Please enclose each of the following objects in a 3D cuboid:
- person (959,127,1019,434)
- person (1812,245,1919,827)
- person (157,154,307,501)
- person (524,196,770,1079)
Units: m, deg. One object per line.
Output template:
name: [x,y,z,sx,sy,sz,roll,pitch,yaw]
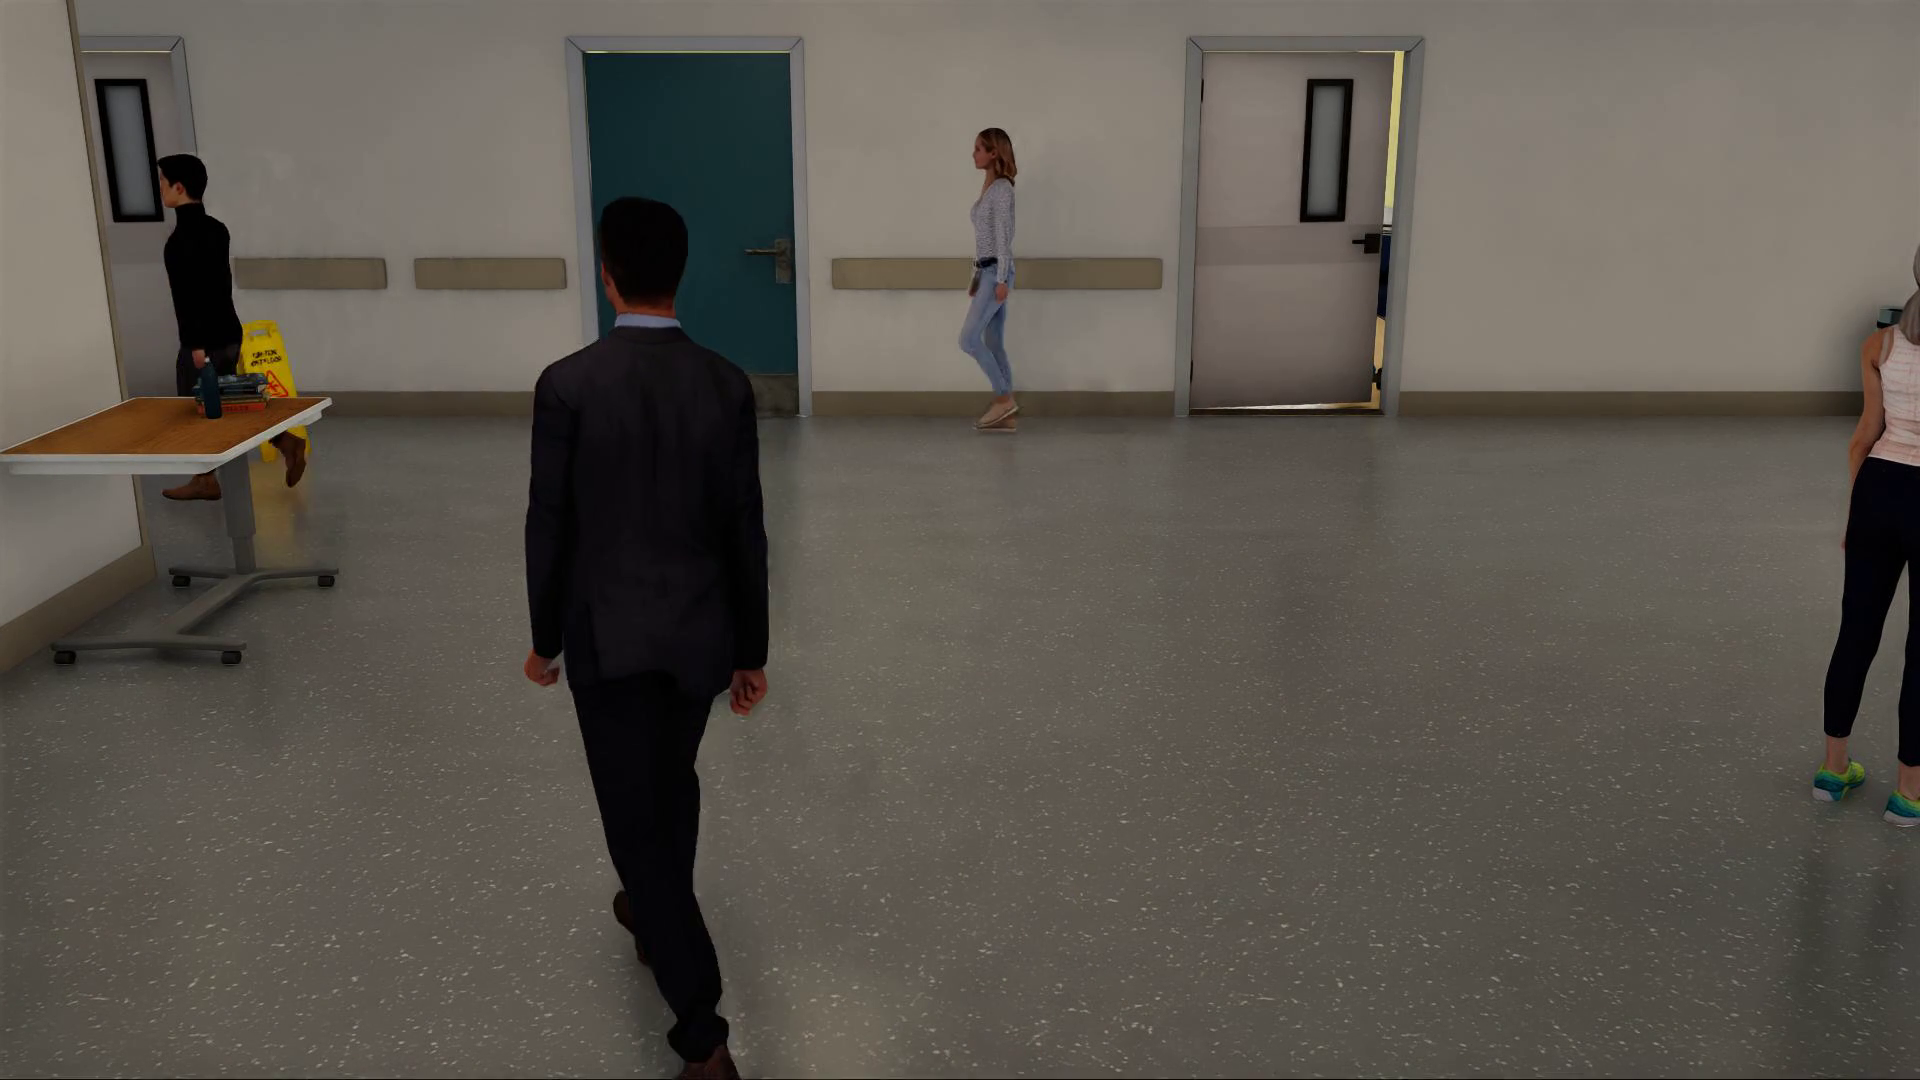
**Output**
person: [0.284,-1.506,9.801,0.623,1.785,0.635,-2,16,-7]
person: [2.718,-0.038,4.748,0.704,1.702,0.679,-10,19,-33]
person: [-3.669,-1.032,8.262,0.922,1.709,0.644,0,16,0]
person: [-0.628,0.265,3.447,1.269,1.824,1.119,-9,18,-28]
